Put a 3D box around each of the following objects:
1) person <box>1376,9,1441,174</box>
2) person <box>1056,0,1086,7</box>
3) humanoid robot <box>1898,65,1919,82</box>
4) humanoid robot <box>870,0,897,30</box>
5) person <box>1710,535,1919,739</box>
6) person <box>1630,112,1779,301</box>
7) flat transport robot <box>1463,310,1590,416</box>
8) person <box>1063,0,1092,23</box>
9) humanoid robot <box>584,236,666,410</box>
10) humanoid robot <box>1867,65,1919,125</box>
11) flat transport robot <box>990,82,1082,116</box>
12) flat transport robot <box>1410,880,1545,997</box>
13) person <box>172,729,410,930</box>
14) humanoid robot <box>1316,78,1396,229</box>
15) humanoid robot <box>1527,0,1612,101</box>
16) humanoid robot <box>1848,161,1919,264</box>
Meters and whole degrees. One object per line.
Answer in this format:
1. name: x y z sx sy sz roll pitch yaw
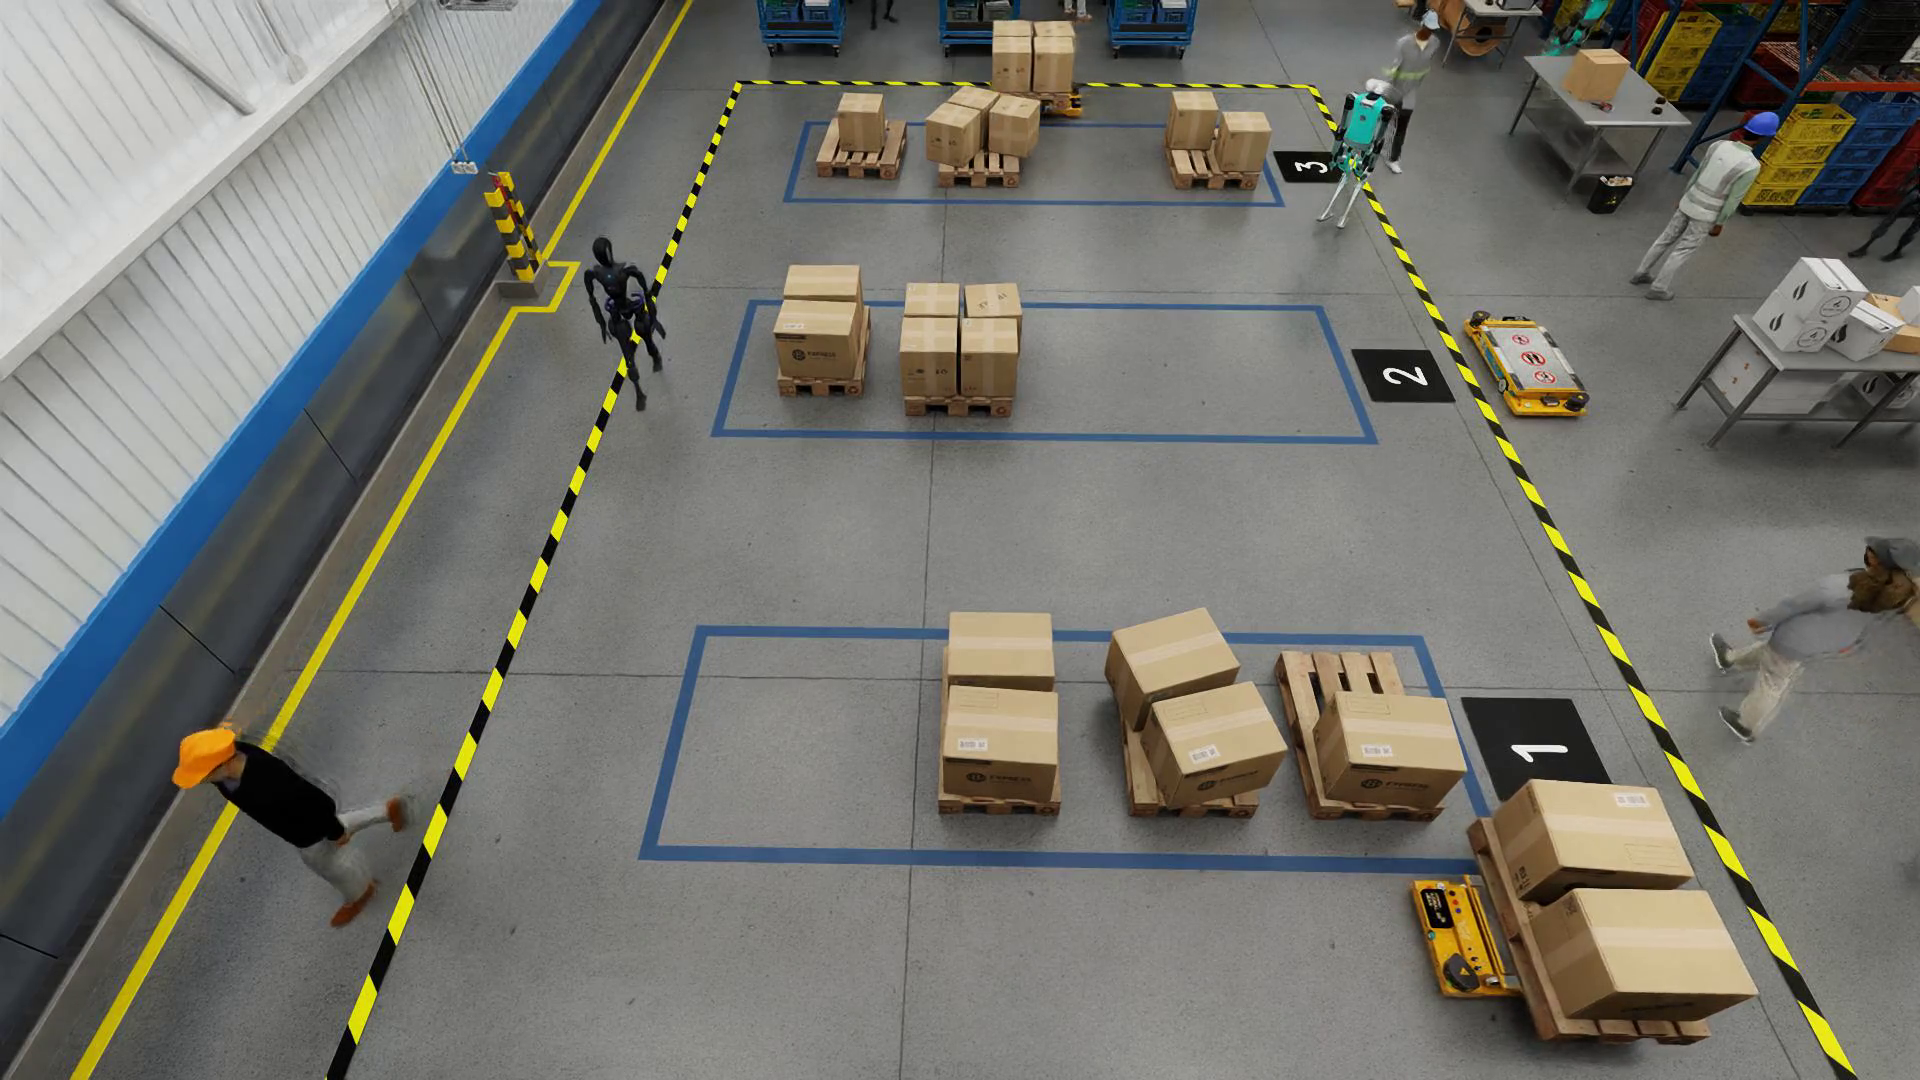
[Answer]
1. person: 5.481 -5.628 11.389 0.590 1.806 0.960 -3 49 -3
2. person: 1.877 -9.727 14.863 0.639 1.928 0.381 -28 55 -22
3. humanoid robot: 13.932 -7.256 12.883 0.608 1.646 0.433 6 49 5
4. humanoid robot: -1.267 -8.942 14.339 0.610 1.637 0.388 -26 54 -21
5. person: 5.582 0.552 6.084 0.586 1.729 0.890 0 49 0
6. person: 7.598 -3.383 9.360 0.421 1.939 0.605 -6 49 -5
7. flat transport robot: 5.573 -1.757 9.054 0.659 0.231 1.431 1 49 1
8. person: 1.915 -9.227 14.478 0.429 1.843 0.633 -35 58 -26
9. humanoid robot: -3.031 -2.042 8.413 0.587 1.646 0.788 -7 50 -6
10. humanoid robot: 12.825 -6.139 11.895 1.065 1.724 0.530 -2 49 -1
11. flat transport robot: 0.980 -6.216 12.896 1.431 0.197 0.652 1 49 1
12. flat transport robot: 3.535 2.362 5.470 1.431 0.197 0.652 1 49 1
13. person: -3.689 1.523 5.159 0.590 1.868 0.699 22 53 18
14. humanoid robot: 4.483 -4.353 10.238 0.533 1.681 0.735 33 57 25
15. humanoid robot: 8.361 -6.979 12.593 0.531 1.727 1.003 -20 52 -16
16. humanoid robot: 10.439 -3.749 9.846 0.361 1.658 0.598 -14 50 -11
